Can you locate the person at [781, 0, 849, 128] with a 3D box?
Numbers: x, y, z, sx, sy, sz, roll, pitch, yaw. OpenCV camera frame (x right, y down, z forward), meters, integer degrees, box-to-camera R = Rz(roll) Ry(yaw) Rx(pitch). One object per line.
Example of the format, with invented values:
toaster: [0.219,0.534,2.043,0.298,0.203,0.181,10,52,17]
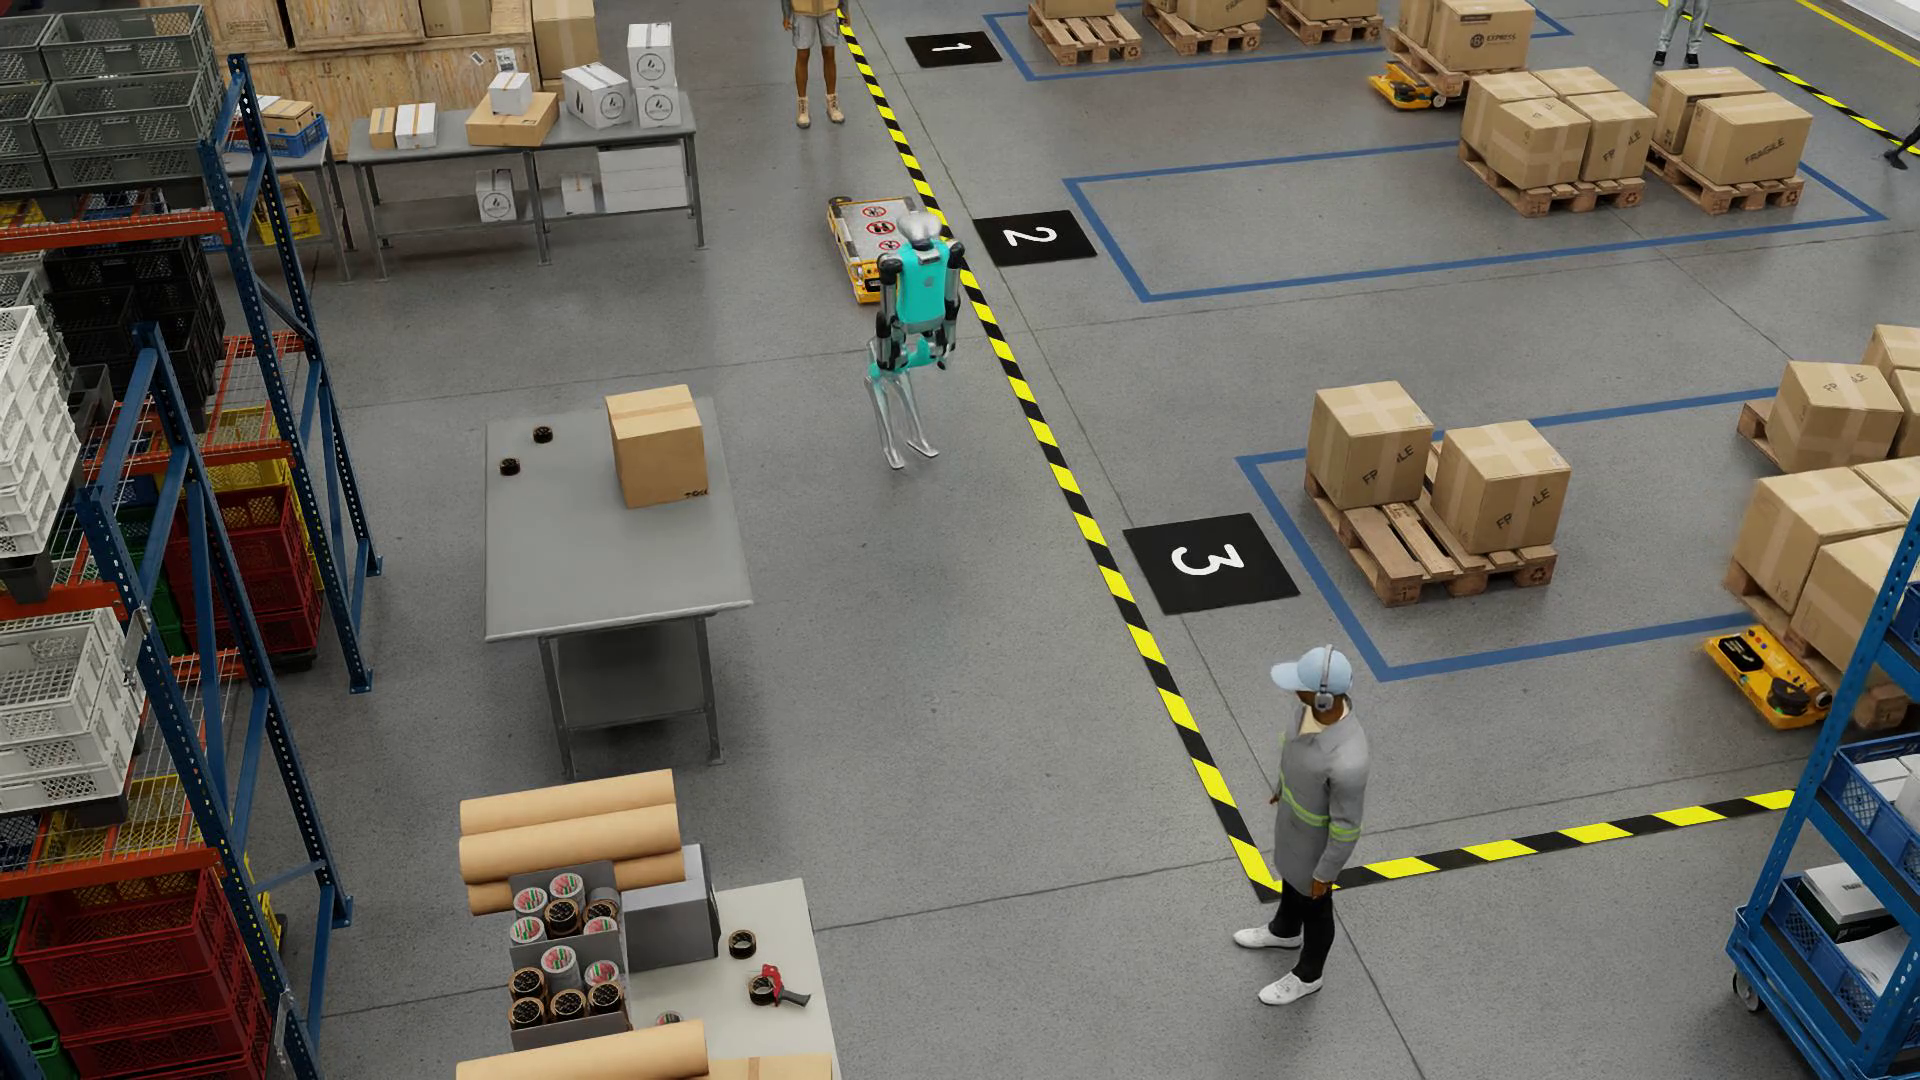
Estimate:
person: [-1.229,-4.544,14.173,0.604,2.048,0.366,-9,38,-12]

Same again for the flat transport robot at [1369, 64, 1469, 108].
flat transport robot: [4.541,-4.204,15.181,1.431,0.197,0.652,-8,37,-10]

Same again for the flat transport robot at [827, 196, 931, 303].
flat transport robot: [-0.570,-2.220,12.538,0.659,0.231,1.431,-8,37,-10]

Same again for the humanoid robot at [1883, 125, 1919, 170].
humanoid robot: [8.039,-3.670,13.346,0.593,1.624,0.794,-14,39,-18]

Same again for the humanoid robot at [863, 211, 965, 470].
humanoid robot: [-0.344,-1.246,9.885,0.533,1.677,0.735,-19,41,-23]

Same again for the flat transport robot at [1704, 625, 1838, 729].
flat transport robot: [4.749,0.603,8.720,1.431,0.197,0.652,-8,37,-10]

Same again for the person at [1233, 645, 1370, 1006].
person: [1.375,1.148,6.687,0.401,1.848,0.590,-5,37,-7]

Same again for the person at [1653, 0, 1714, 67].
person: [6.843,-5.296,15.356,0.599,1.836,0.404,8,37,10]
